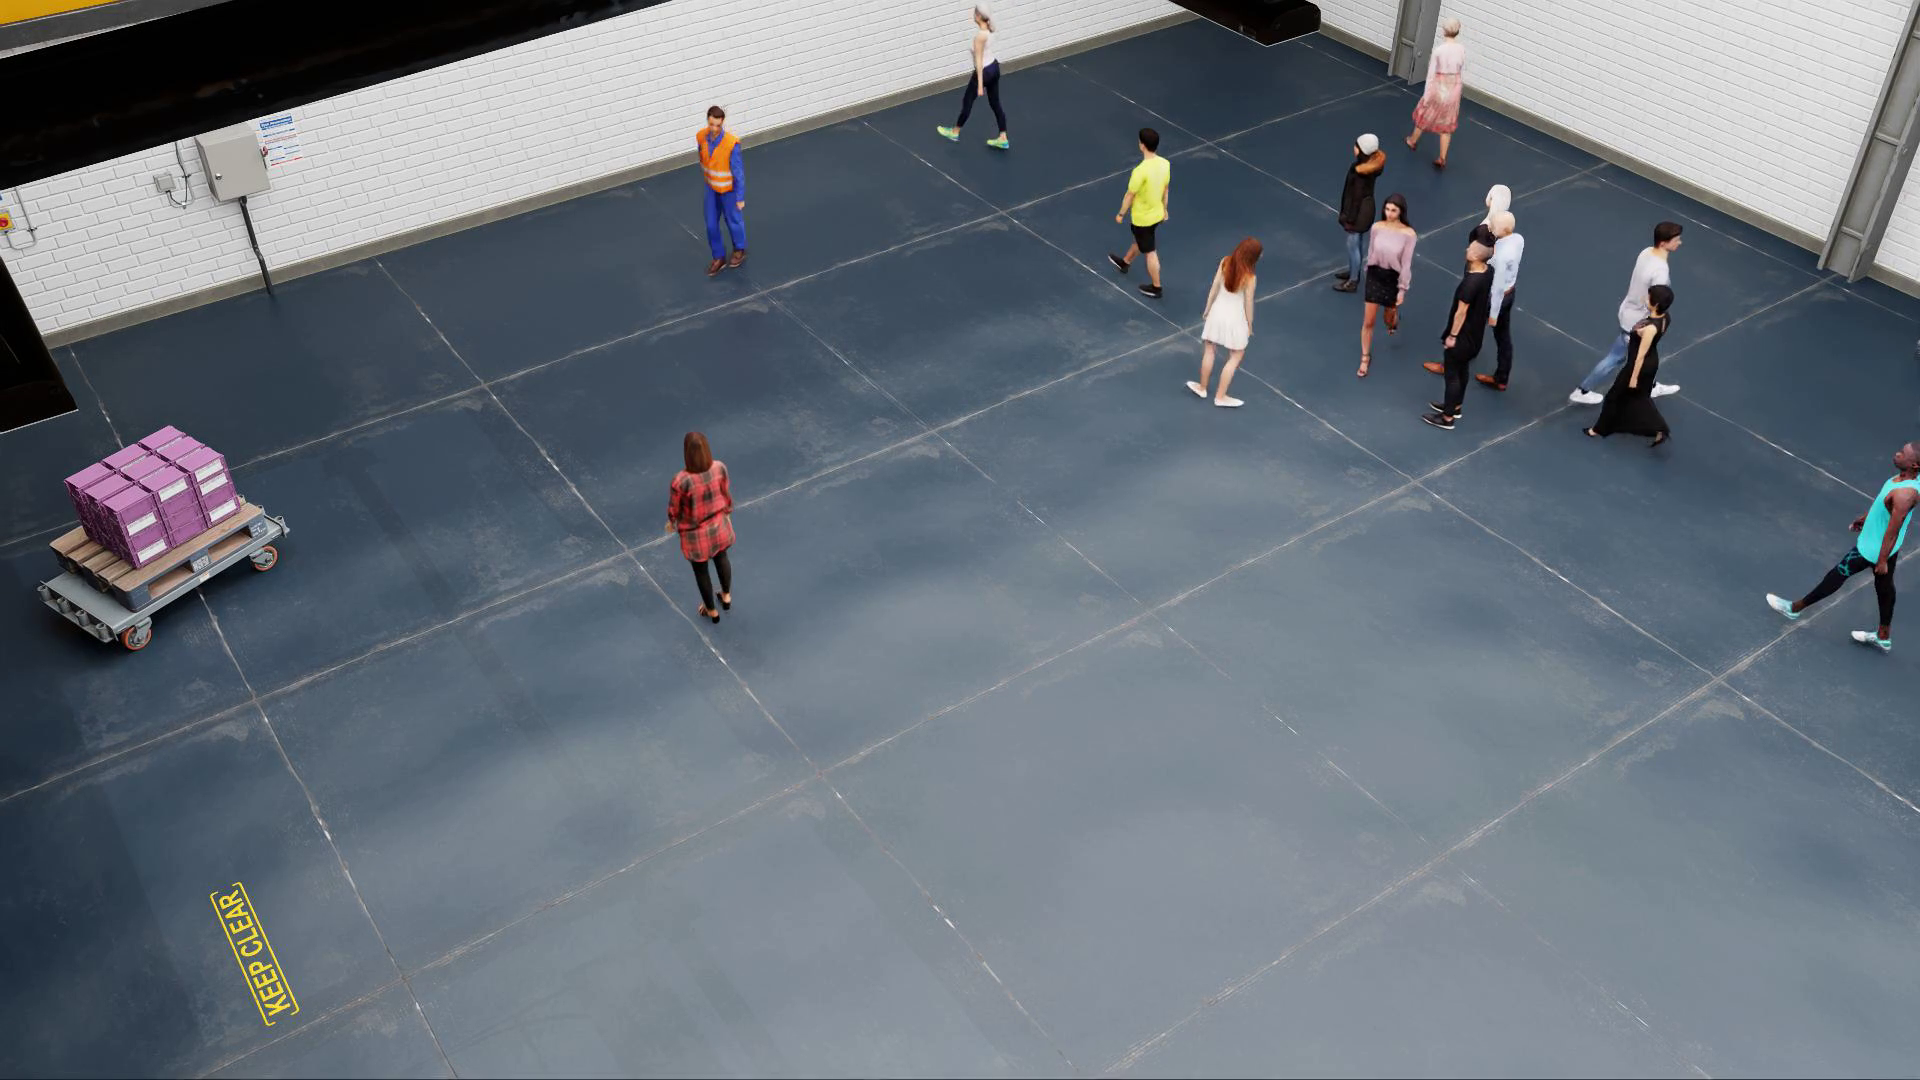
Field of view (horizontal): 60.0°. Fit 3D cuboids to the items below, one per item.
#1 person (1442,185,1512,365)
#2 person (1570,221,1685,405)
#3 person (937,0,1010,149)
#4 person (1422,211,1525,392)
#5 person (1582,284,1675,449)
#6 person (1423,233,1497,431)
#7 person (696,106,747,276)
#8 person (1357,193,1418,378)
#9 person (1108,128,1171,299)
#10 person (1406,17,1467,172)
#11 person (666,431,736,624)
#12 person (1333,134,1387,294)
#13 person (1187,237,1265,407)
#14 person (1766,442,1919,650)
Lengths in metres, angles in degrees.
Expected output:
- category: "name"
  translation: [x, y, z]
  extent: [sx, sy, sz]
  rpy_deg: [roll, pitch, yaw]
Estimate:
- category: "person"
  translation: [4.743, -2.407, 15.178]
  extent: [0.559, 1.830, 0.623]
  rpy_deg: [31, 48, 33]
- category: "person"
  translation: [5.861, -1.929, 14.579]
  extent: [1.218, 1.830, 1.230]
  rpy_deg: [1, 39, 2]
- category: "person"
  translation: [0.367, -5.209, 18.817]
  extent: [1.160, 1.667, 0.942]
  rpy_deg: [16, 41, 19]
- category: "person"
  translation: [4.856, -2.091, 14.842]
  extent: [1.101, 1.755, 0.893]
  rpy_deg: [27, 46, 29]
- category: "person"
  translation: [5.873, -1.441, 14.170]
  extent: [1.006, 1.577, 0.734]
  rpy_deg: [27, 46, 30]
- category: "person"
  translation: [4.384, -1.830, 14.426]
  extent: [0.727, 1.866, 0.759]
  rpy_deg: [22, 44, 25]
- category: "person"
  translation: [-2.349, -3.529, 16.593]
  extent: [0.930, 1.817, 0.981]
  rpy_deg: [18, 42, 21]
- category: "person"
  translation: [3.903, -2.348, 15.134]
  extent: [1.005, 1.791, 0.928]
  rpy_deg: [21, 43, 24]
- category: "person"
  translation: [1.892, -3.148, 16.234]
  extent: [1.077, 1.670, 0.761]
  rpy_deg: [29, 47, 32]
- category: "person"
  translation: [5.404, -4.899, 18.432]
  extent: [0.883, 1.664, 1.053]
  rpy_deg: [-5, 39, -6]
- category: "person"
  translation: [-1.891, -0.057, 12.342]
  extent: [0.622, 1.696, 0.633]
  rpy_deg: [-24, 45, -27]
- category: "person"
  translation: [3.930, -3.221, 16.356]
  extent: [0.762, 1.631, 0.724]
  rpy_deg: [12, 40, 15]
- category: "person"
  translation: [2.325, -1.968, 14.748]
  extent: [0.551, 1.679, 0.840]
  rpy_deg: [22, 43, 25]
- category: "person"
  translation: [6.797, 0.079, 12.110]
  extent: [1.206, 1.773, 0.835]
  rpy_deg: [27, 46, 29]
